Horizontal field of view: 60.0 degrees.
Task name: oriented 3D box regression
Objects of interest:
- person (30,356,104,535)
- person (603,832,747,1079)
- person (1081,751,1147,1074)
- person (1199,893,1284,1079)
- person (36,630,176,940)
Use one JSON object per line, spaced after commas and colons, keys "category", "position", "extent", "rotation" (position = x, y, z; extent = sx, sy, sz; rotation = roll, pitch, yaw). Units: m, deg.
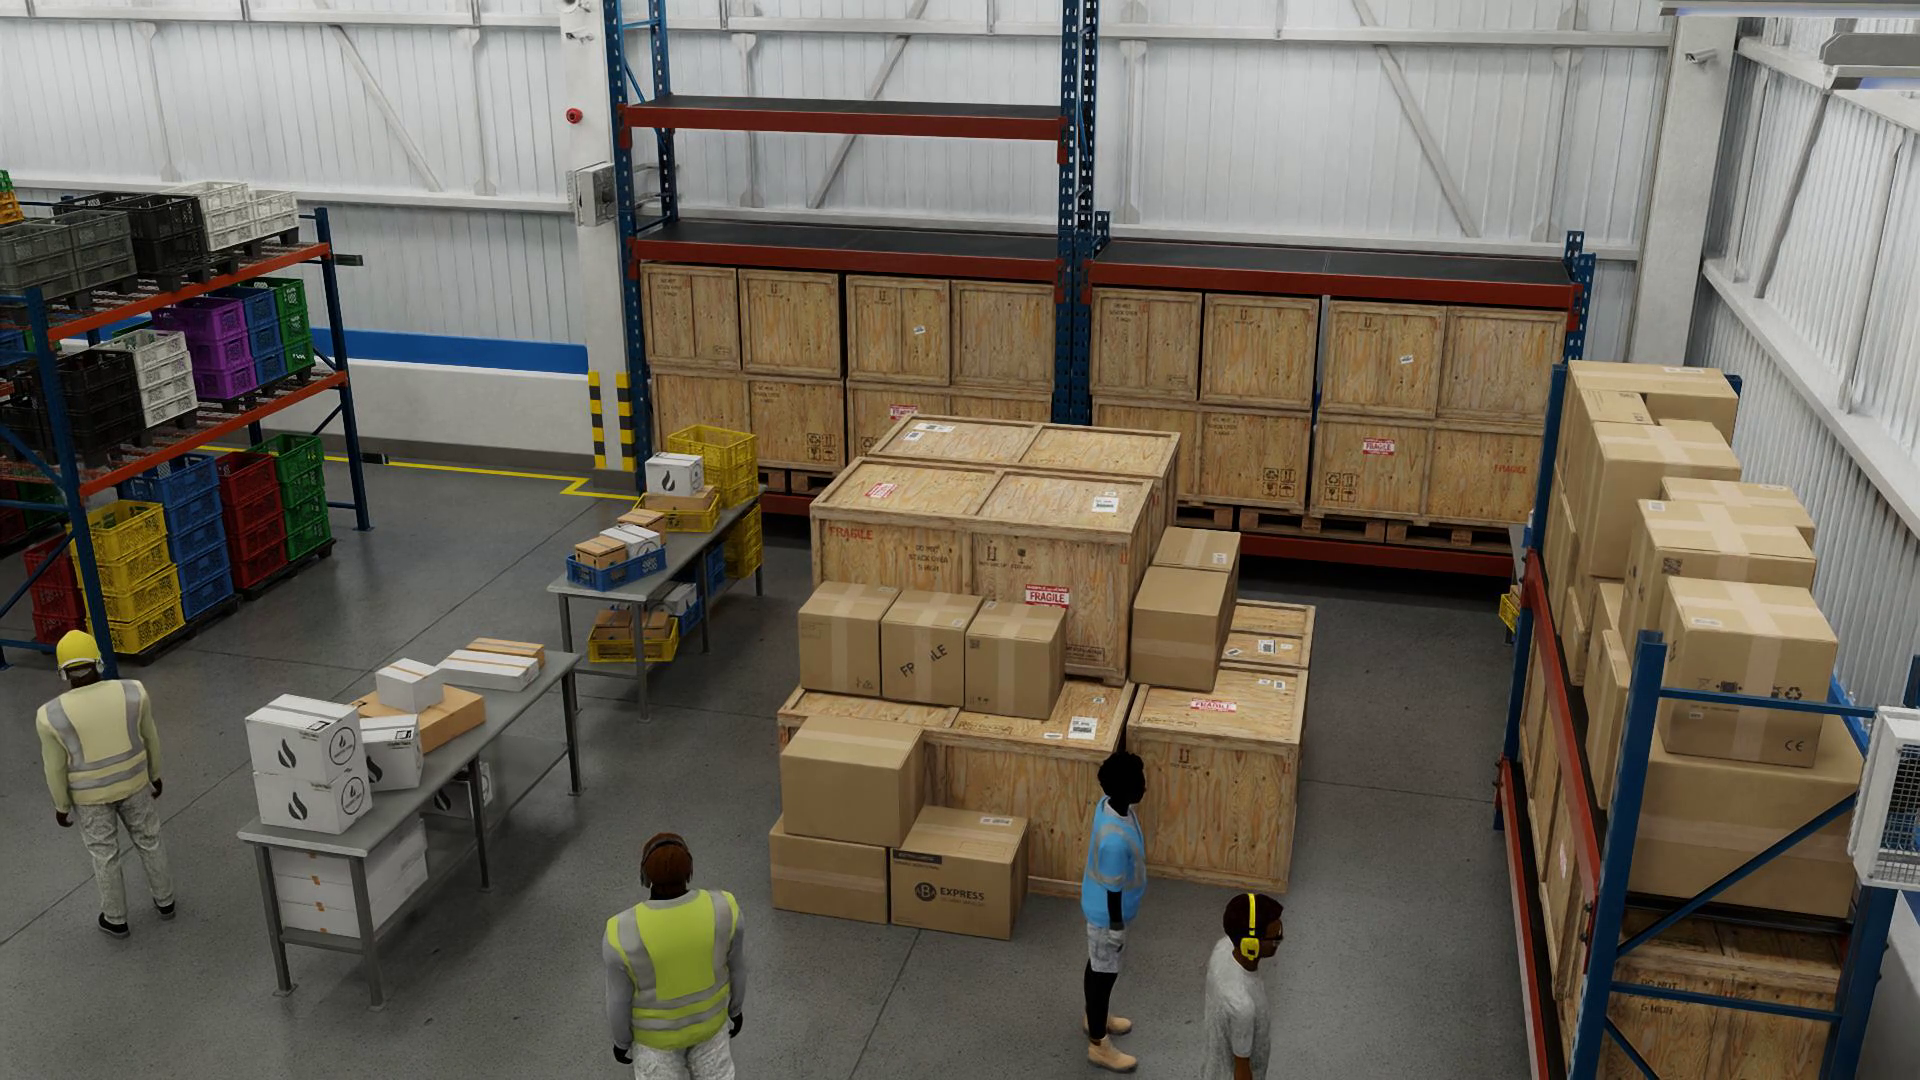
{"category": "person", "position": [-7.803, -0.717, 14.593], "extent": [0.678, 1.915, 0.498], "rotation": [17, 27, 37]}
{"category": "person", "position": [-1.240, 2.110, 7.305], "extent": [0.626, 1.844, 0.429], "rotation": [-10, 23, -24]}
{"category": "person", "position": [0.760, 1.816, 8.270], "extent": [0.322, 1.696, 0.536], "rotation": [1, 21, 3]}
{"category": "person", "position": [1.153, 2.265, 6.858], "extent": [0.324, 1.871, 0.526], "rotation": [-1, 21, -3]}
{"category": "person", "position": [-4.762, 1.363, 9.285], "extent": [0.591, 1.822, 0.404], "rotation": [-18, 27, -39]}
